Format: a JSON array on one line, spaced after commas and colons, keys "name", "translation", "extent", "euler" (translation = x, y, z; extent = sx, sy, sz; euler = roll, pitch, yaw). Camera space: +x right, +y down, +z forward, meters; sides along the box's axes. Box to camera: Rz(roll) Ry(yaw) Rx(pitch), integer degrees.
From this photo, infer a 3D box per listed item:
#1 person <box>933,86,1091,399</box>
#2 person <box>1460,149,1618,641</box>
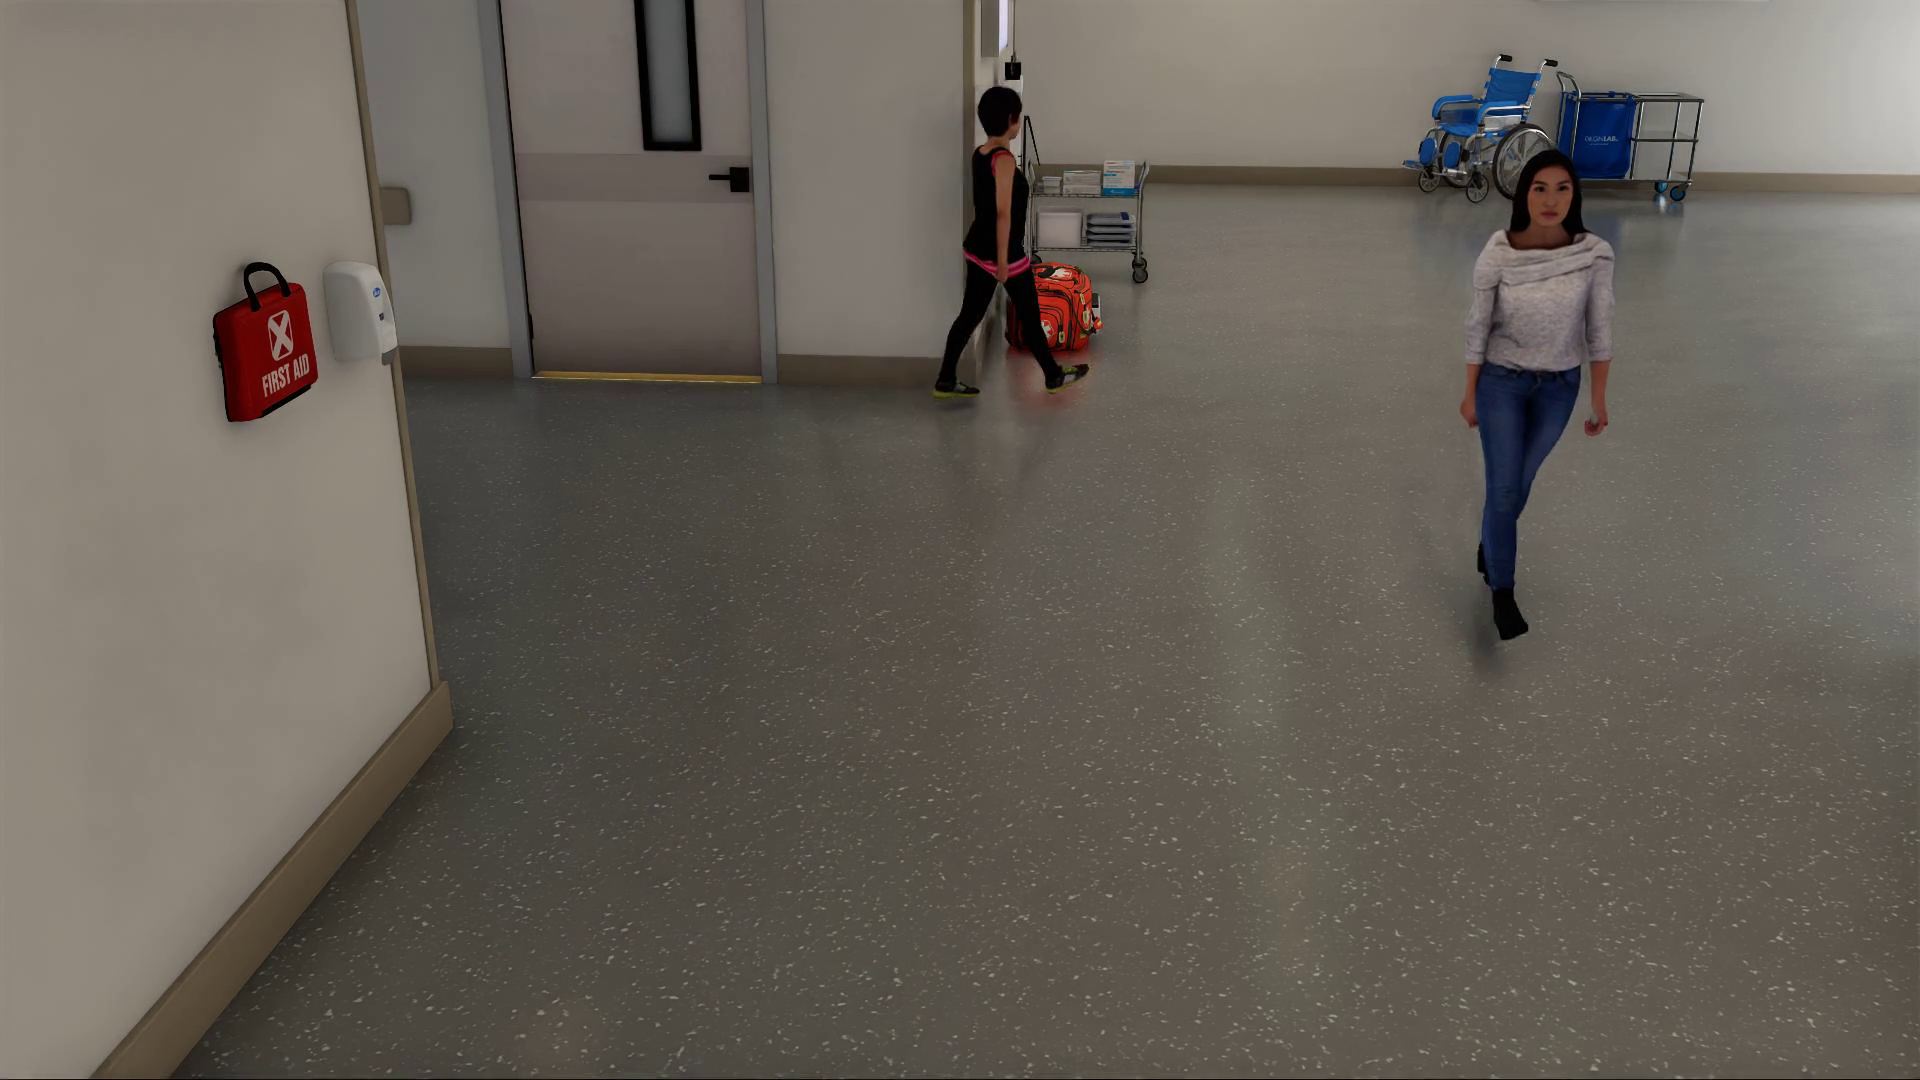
[{"name": "person", "translation": [0.104, -1.390, 8.108], "extent": [0.925, 1.510, 1.035], "euler": [-8, 22, -21]}, {"name": "person", "translation": [1.906, -0.491, 5.648], "extent": [0.621, 1.571, 1.072], "euler": [1, 21, 2]}]
